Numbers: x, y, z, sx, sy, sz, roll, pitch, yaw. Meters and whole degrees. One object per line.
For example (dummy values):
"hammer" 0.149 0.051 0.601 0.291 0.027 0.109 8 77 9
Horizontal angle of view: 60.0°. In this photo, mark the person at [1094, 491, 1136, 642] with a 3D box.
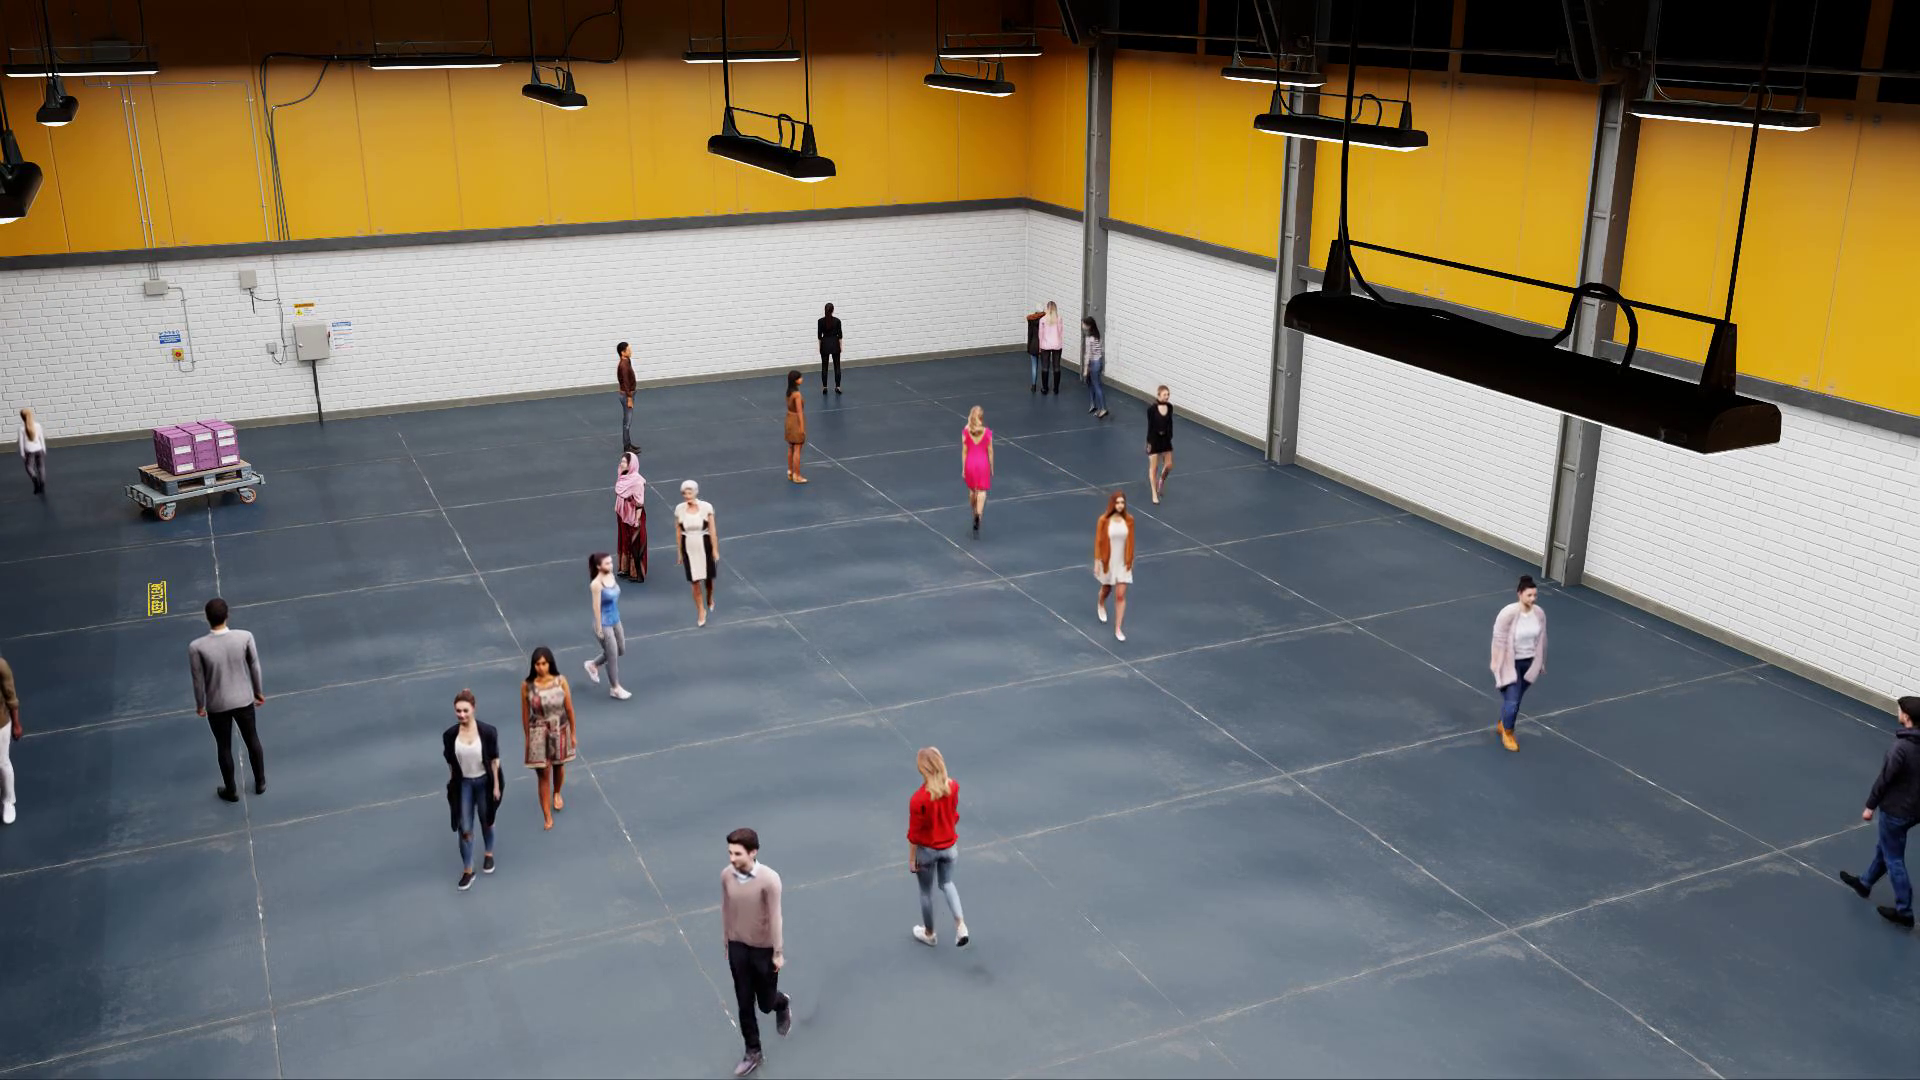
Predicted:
"person" 1.739 0.241 18.946 0.851 1.695 1.148 -2 19 -5

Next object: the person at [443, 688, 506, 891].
"person" -3.994 1.992 13.792 0.746 1.665 0.881 -3 19 -9

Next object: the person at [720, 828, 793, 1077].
"person" -1.367 2.750 11.346 0.931 1.790 0.984 8 20 21

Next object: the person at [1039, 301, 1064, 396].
"person" 1.650 -3.476 29.995 0.668 1.687 0.667 0 19 -1

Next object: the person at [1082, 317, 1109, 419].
"person" 2.333 -2.892 28.143 0.844 1.761 0.784 11 21 29

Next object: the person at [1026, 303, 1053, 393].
"person" 1.442 -3.504 30.161 0.739 1.634 0.766 1 19 3

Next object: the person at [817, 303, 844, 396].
"person" -2.341 -3.447 29.949 0.691 1.660 0.705 1 19 4

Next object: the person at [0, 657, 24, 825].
"person" -8.594 1.612 14.689 0.738 1.812 0.620 -8 20 -22

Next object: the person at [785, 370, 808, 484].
"person" -2.446 -1.694 24.700 0.631 1.688 0.447 -9 21 -26

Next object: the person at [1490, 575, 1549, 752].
"person" 5.379 1.142 16.213 0.766 1.730 0.807 -5 19 -15

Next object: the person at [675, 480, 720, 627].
"person" -3.013 0.124 19.229 0.820 1.734 0.905 0 19 1

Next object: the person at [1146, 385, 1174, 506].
"person" 2.797 -1.371 23.641 0.630 1.753 0.683 -5 19 -16

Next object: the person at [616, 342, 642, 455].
"person" -5.252 -2.245 26.191 0.751 1.782 0.546 -4 19 -11

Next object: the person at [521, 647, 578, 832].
"person" -3.637 1.692 14.771 0.703 1.608 1.081 -6 20 -17

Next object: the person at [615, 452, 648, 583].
"person" -4.088 -0.302 20.650 0.665 1.636 0.801 17 25 42

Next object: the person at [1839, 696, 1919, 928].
"person" 7.423 2.151 13.018 0.727 1.858 1.015 -7 20 -20

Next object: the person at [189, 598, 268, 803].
"person" -6.601 1.436 15.037 0.783 1.924 0.697 -13 23 -34

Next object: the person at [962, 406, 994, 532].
"person" 0.226 -0.931 22.422 0.908 1.697 1.095 2 19 6

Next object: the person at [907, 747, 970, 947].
"person" -0.140 2.375 12.603 0.725 1.697 0.901 -13 23 -34

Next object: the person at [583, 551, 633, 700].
"person" -3.697 0.875 17.217 0.924 1.597 0.856 7 20 21

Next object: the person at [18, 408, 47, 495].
"person" -13.411 -1.271 24.106 0.603 1.266 0.724 -17 25 -41
